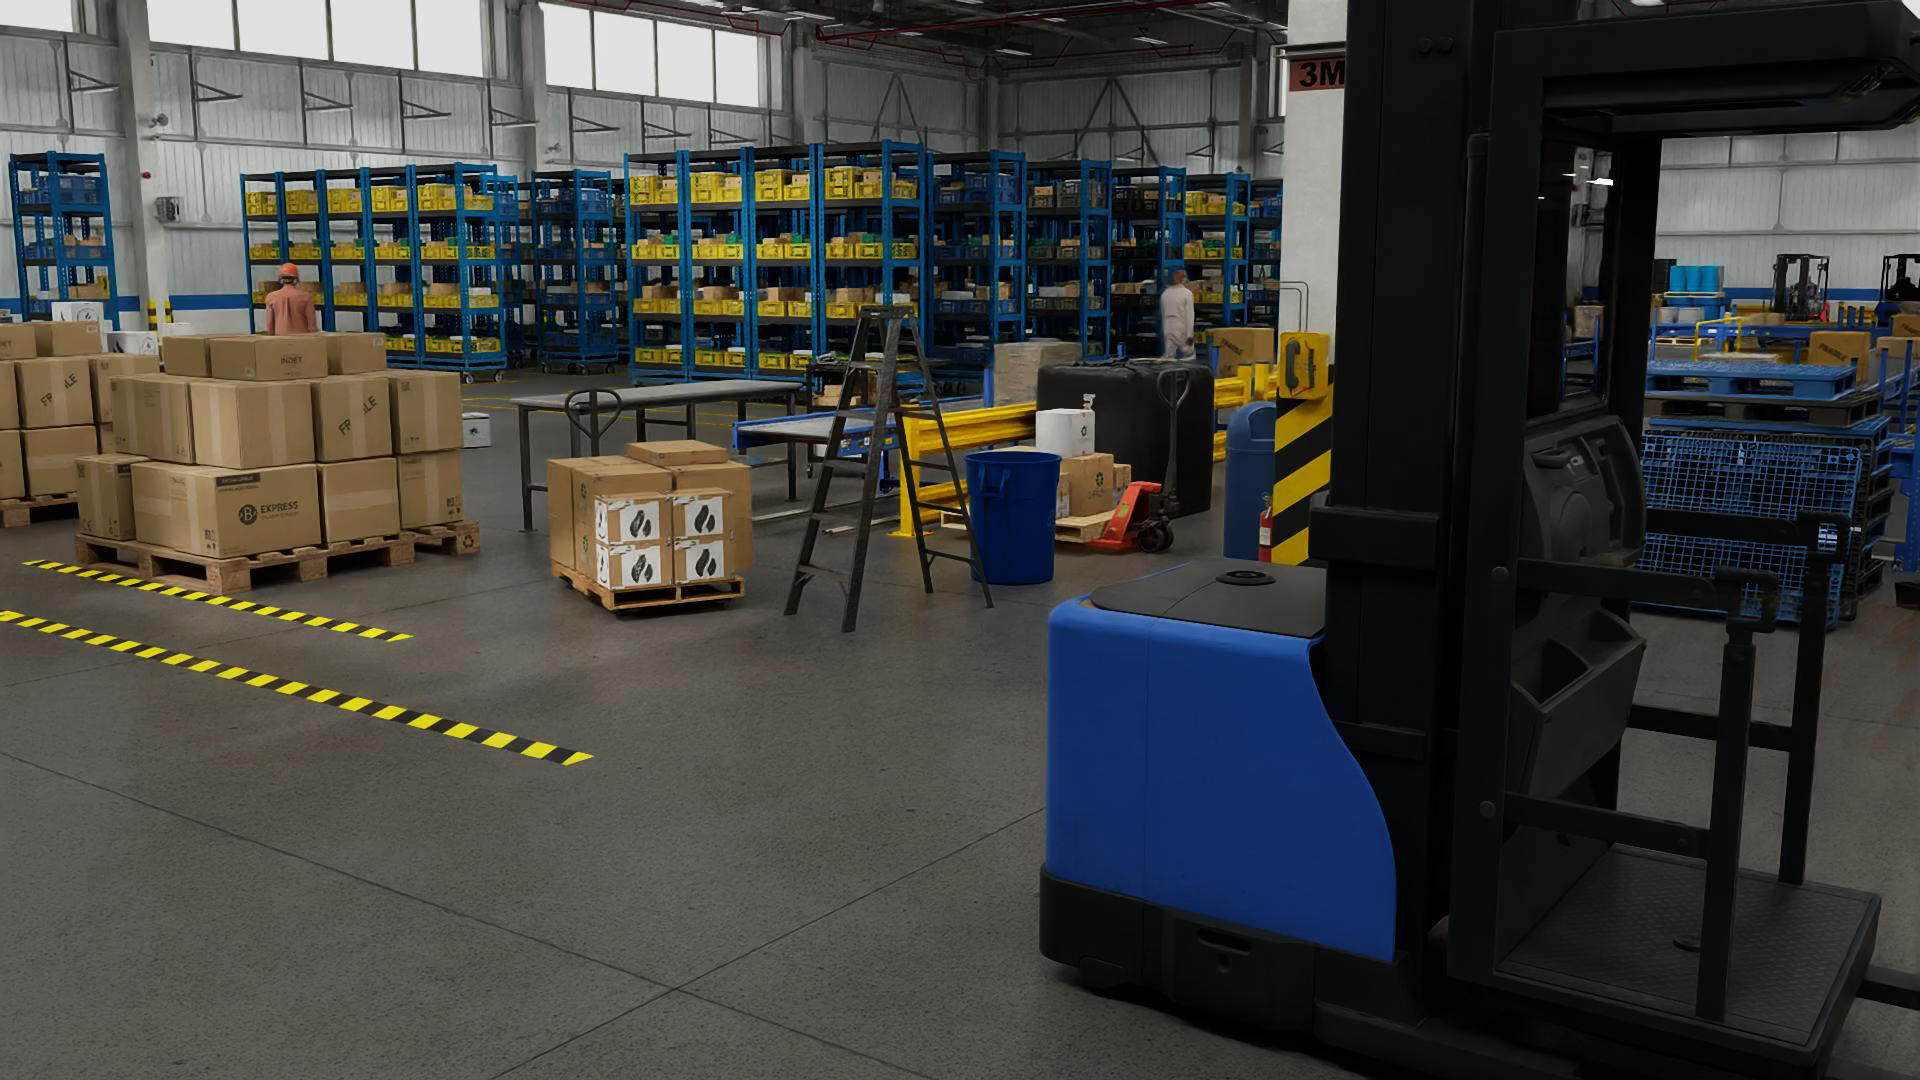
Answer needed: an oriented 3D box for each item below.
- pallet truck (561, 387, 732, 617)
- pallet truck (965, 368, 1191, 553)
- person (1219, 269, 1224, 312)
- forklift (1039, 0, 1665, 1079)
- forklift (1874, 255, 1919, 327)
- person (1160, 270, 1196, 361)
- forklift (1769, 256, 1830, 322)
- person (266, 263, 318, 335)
[{"bbox_3d":[-1.981,-0.274,10.088,0.680,1.201,1.601,-5,11,-28],"label":"pallet truck"},{"bbox_3d":[0.845,-0.609,11.869,1.630,1.274,0.653,7,12,35],"label":"pallet truck"},{"bbox_3d":[7.456,-6.737,46.782,0.605,1.826,0.512,5,11,28],"label":"person"},{"bbox_3d":[1.249,-0.137,4.360,1.873,2.768,1.129,7,12,35],"label":"forklift"},{"bbox_3d":[22.089,-5.634,38.796,1.157,1.987,2.680,6,11,33],"label":"forklift"},{"bbox_3d":[3.379,-3.127,25.133,0.860,1.873,0.680,-9,13,-43],"label":"person"},{"bbox_3d":[20.253,-5.854,40.139,1.157,1.987,2.680,7,12,35],"label":"forklift"},{"bbox_3d":[-8.535,-2.541,21.305,0.622,1.993,0.383,-1,10,-9],"label":"person"}]
